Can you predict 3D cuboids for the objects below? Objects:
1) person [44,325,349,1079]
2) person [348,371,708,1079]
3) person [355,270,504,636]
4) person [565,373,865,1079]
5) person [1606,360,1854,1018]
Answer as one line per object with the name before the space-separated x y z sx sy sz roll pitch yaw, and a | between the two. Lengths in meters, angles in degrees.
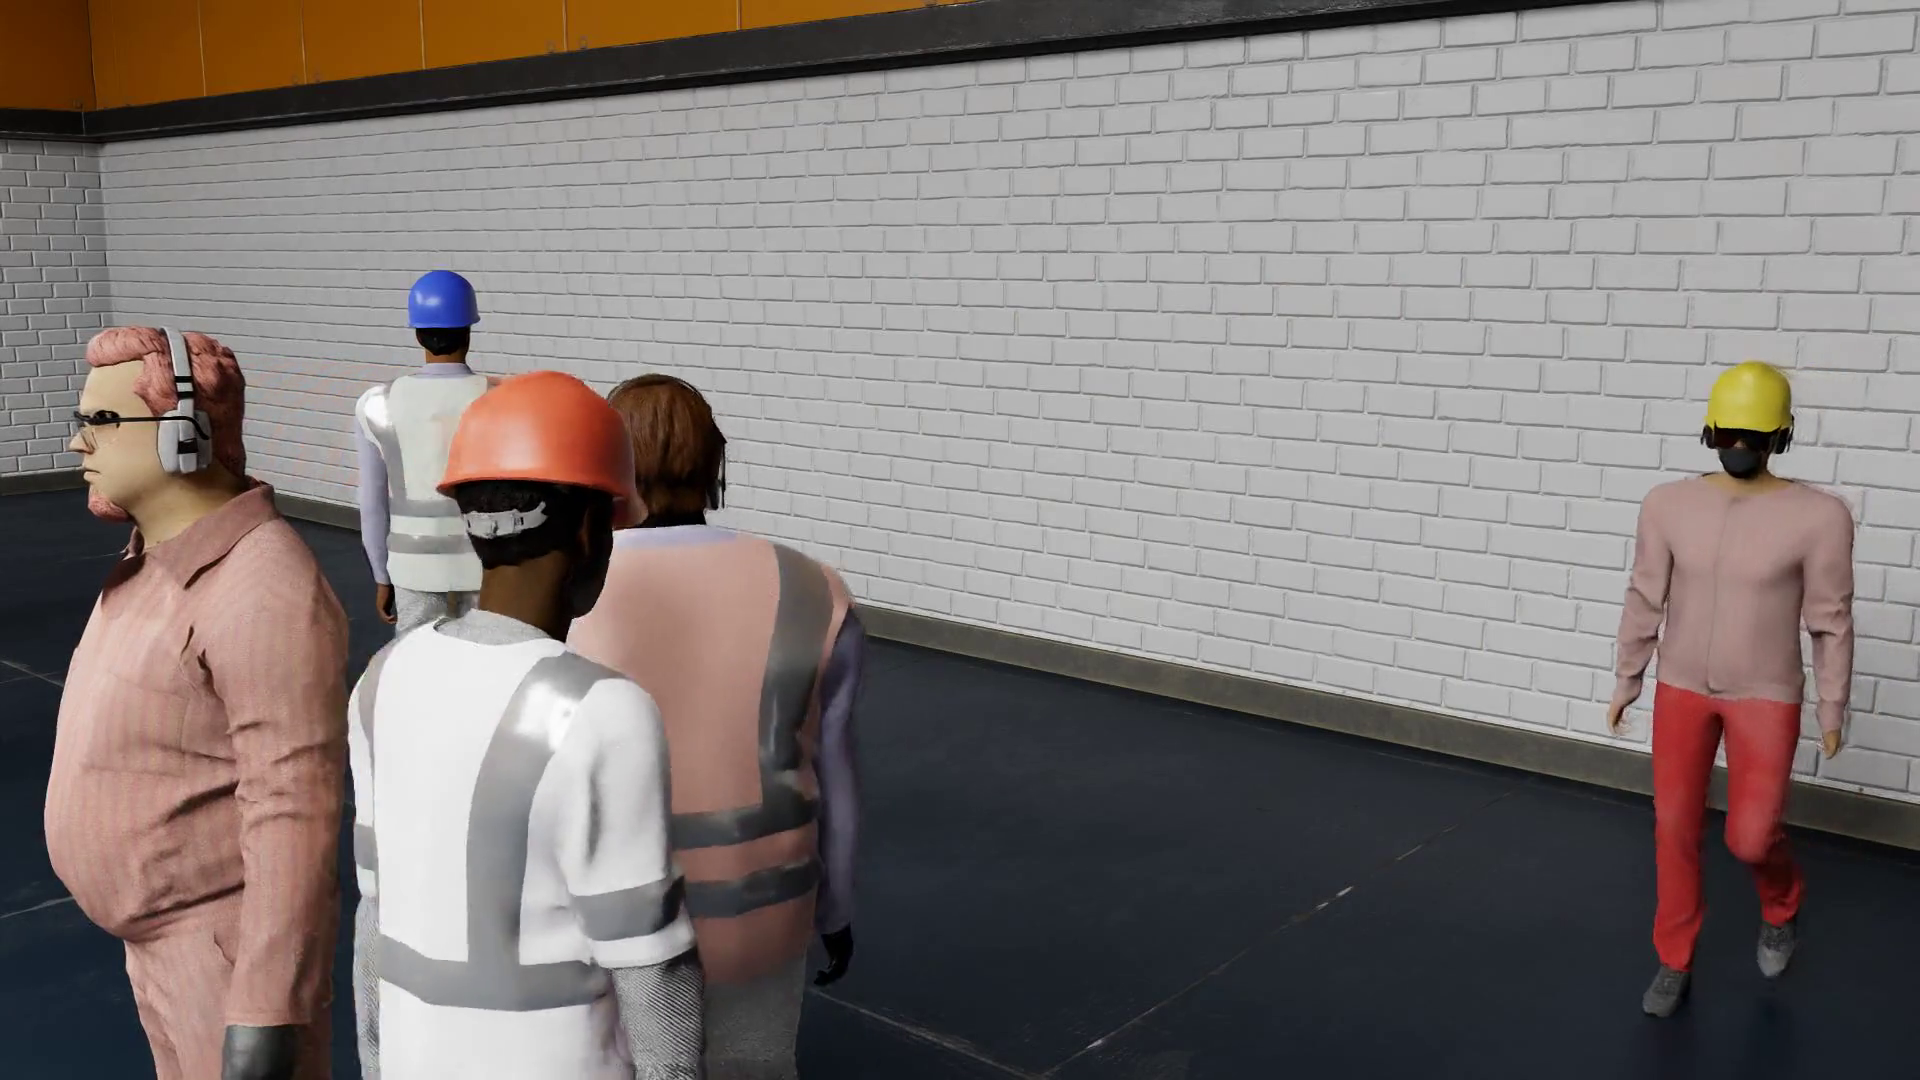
person | -1.184 0.624 2.607 0.406 1.911 0.639 -8 13 -38
person | -0.598 0.726 2.153 1.000 1.874 0.546 -9 14 -42
person | -1.643 0.102 5.457 0.605 1.951 0.382 -1 10 -4
person | -0.461 0.644 2.742 0.624 1.832 0.445 -2 10 -12
person | 2.020 0.397 4.356 0.546 1.749 0.480 9 13 42
